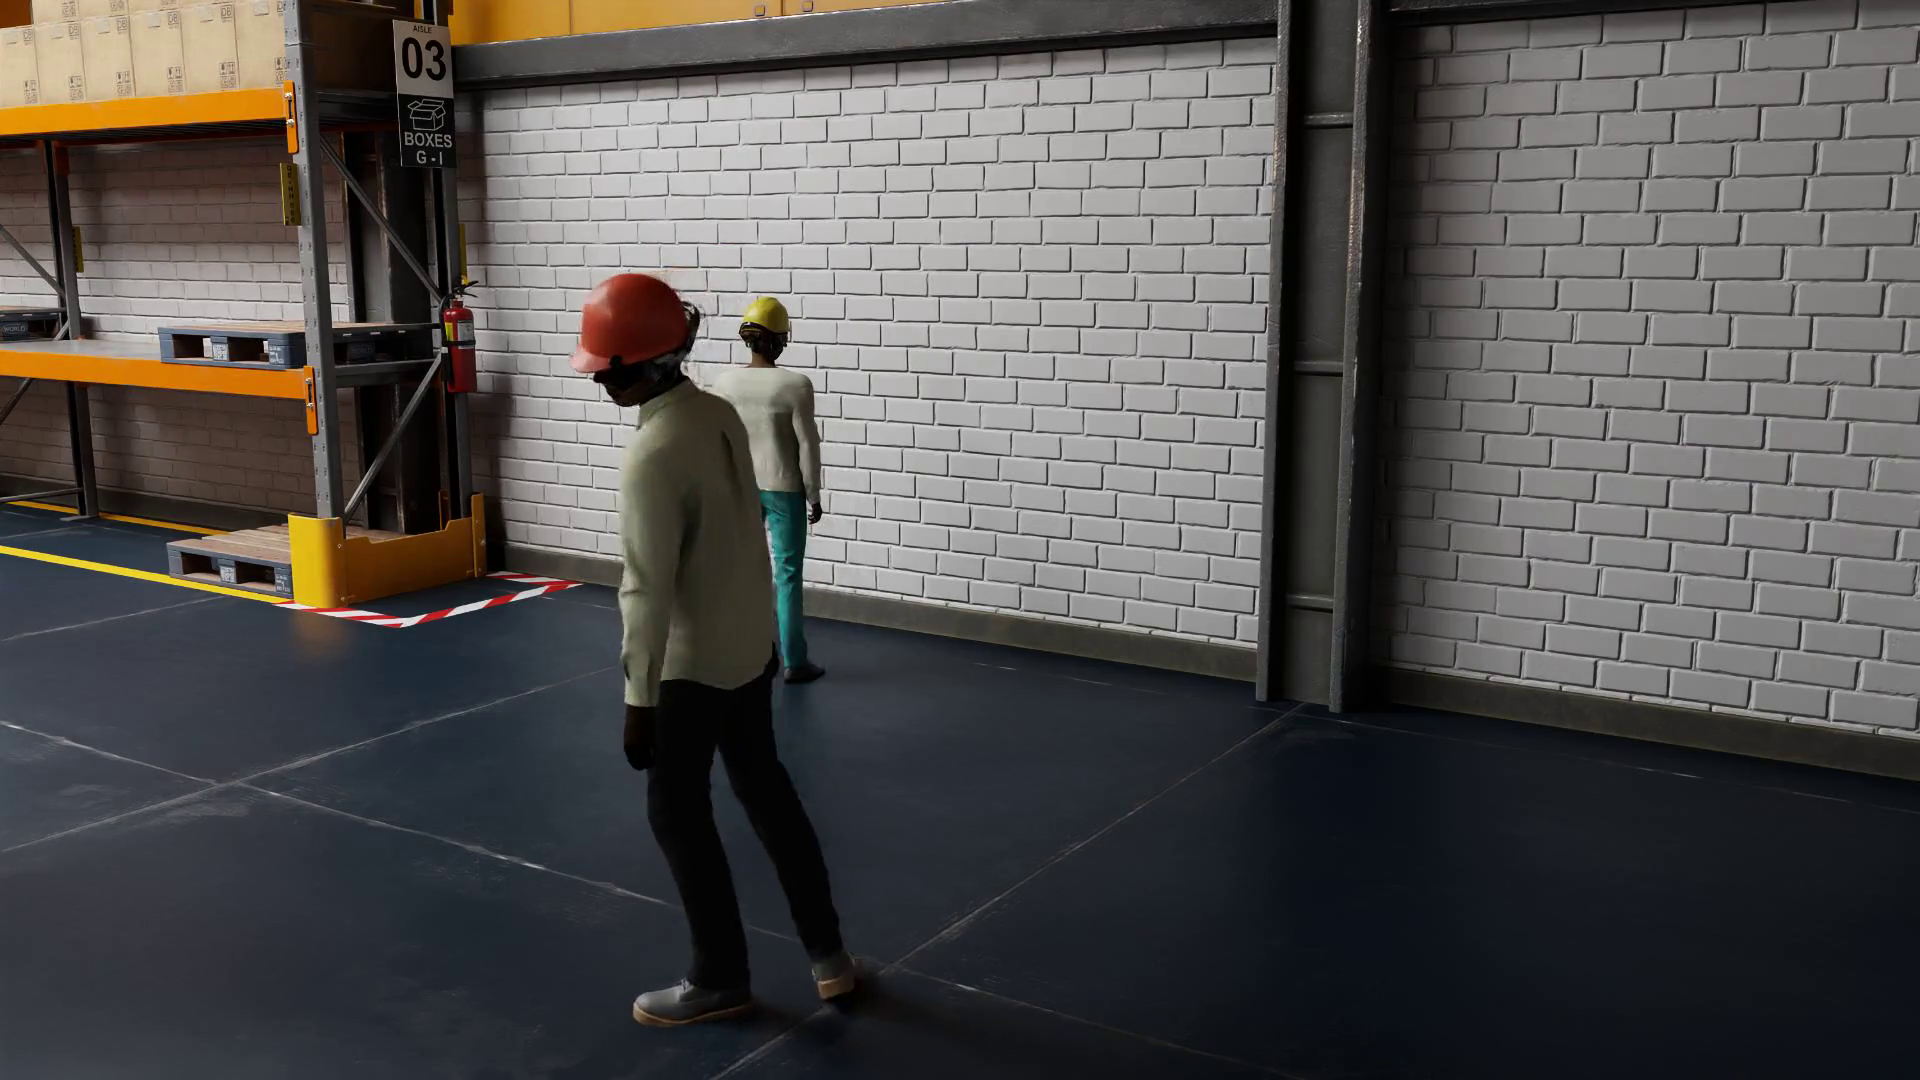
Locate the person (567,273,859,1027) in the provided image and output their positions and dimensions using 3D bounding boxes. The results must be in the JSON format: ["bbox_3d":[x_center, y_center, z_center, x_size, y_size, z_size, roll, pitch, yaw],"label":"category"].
[{"bbox_3d":[-0.587,0.305,4.227,0.653,1.945,0.689,3,11,16],"label":"person"}]

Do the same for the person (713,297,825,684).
[{"bbox_3d":[-0.872,-0.220,7.614,0.525,1.769,0.308,4,11,19],"label":"person"}]
